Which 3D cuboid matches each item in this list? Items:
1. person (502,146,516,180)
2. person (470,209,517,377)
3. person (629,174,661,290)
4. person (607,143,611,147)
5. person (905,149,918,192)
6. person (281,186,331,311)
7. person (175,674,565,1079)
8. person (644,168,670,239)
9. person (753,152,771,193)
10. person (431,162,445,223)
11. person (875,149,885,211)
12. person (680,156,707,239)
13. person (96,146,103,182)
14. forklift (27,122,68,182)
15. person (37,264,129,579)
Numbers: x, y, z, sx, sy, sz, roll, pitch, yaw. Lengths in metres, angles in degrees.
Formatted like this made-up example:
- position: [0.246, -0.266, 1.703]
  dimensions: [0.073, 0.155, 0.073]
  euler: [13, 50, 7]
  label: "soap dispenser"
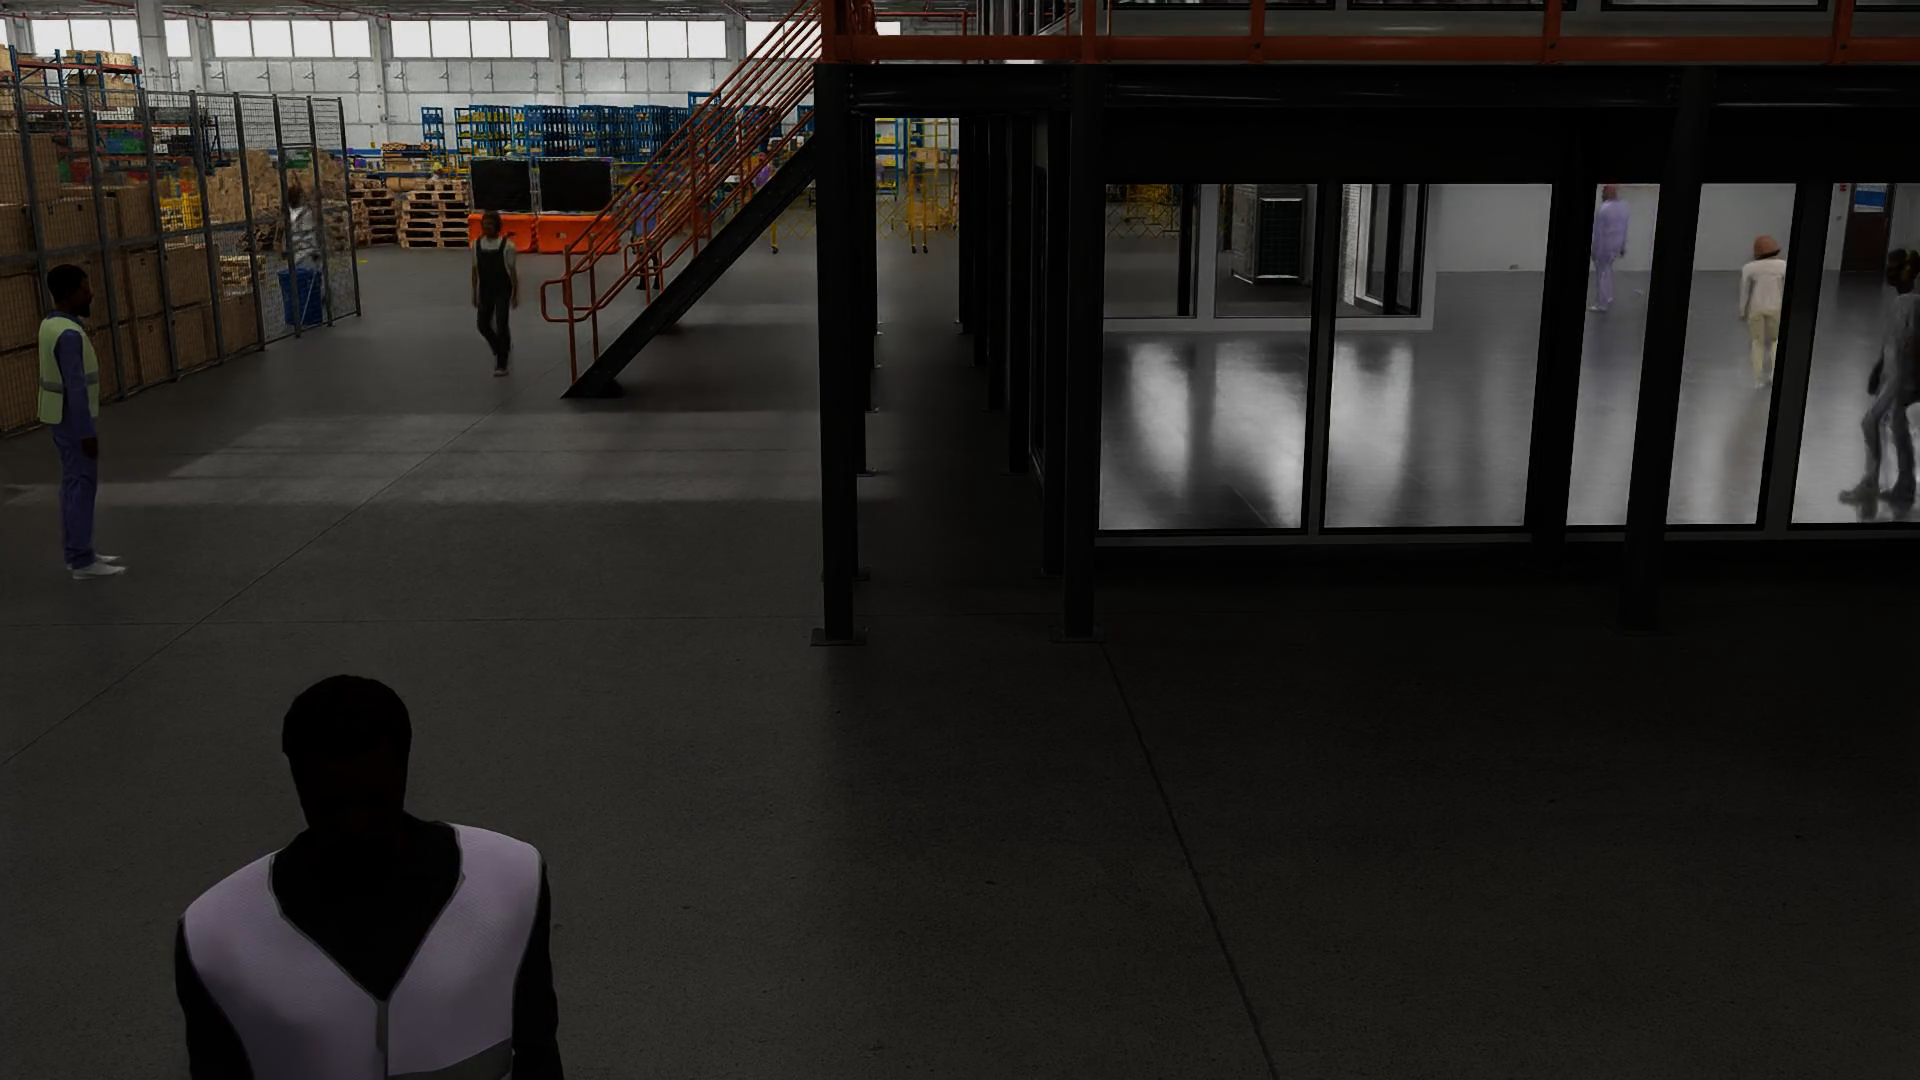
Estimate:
- position: [-20.172, -16.633, 74.040]
  dimensions: [0.922, 1.782, 0.616]
  euler: [-5, 15, -18]
  label: "person"
- position: [-5.121, -2.727, 18.361]
  dimensions: [0.522, 1.829, 0.483]
  euler: [1, 14, 5]
  label: "person"
- position: [-5.280, -5.168, 27.913]
  dimensions: [0.543, 1.932, 0.365]
  euler: [-8, 16, -28]
  label: "person"
- position: [-18.011, -19.392, 85.077]
  dimensions: [0.984, 1.777, 0.641]
  euler: [8, 16, 30]
  label: "person"
- position: [-2.015, -15.157, 68.215]
  dimensions: [0.527, 1.749, 0.568]
  euler: [-10, 17, -36]
  label: "person"
- position: [-9.830, -4.366, 24.888]
  dimensions: [0.576, 1.853, 0.878]
  euler: [9, 16, 31]
  label: "person"
- position: [-0.960, 1.123, 2.827]
  dimensions: [0.584, 1.911, 0.391]
  euler: [-6, 15, -24]
  label: "person"
- position: [-7.403, -8.083, 40.036]
  dimensions: [0.917, 1.696, 0.498]
  euler: [-1, 14, -6]
  label: "person"
- position: [-5.841, -10.486, 49.167]
  dimensions: [0.543, 1.932, 0.376]
  euler: [-6, 15, -21]
  label: "person"
- position: [-13.019, -8.476, 41.375]
  dimensions: [0.694, 1.816, 0.598]
  euler: [-3, 14, -12]
  label: "person"
- position: [-2.735, -11.484, 53.060]
  dimensions: [0.610, 1.994, 1.071]
  euler: [3, 14, 13]
  label: "person"
- position: [-6.407, -8.258, 40.170]
  dimensions: [0.674, 1.974, 0.628]
  euler: [2, 14, 9]
  label: "person"
- position: [-28.965, -12.244, 55.972]
  dimensions: [0.396, 2.038, 0.615]
  euler: [-12, 18, -39]
  label: "person"
- position: [-35.376, -14.773, 64.377]
  dimensions: [1.129, 2.768, 1.873]
  euler: [-1, 14, -2]
  label: "forklift"
- position: [-5.422, -0.718, 10.172]
  dimensions: [0.375, 1.911, 0.592]
  euler: [-9, 17, -33]
  label: "person"
